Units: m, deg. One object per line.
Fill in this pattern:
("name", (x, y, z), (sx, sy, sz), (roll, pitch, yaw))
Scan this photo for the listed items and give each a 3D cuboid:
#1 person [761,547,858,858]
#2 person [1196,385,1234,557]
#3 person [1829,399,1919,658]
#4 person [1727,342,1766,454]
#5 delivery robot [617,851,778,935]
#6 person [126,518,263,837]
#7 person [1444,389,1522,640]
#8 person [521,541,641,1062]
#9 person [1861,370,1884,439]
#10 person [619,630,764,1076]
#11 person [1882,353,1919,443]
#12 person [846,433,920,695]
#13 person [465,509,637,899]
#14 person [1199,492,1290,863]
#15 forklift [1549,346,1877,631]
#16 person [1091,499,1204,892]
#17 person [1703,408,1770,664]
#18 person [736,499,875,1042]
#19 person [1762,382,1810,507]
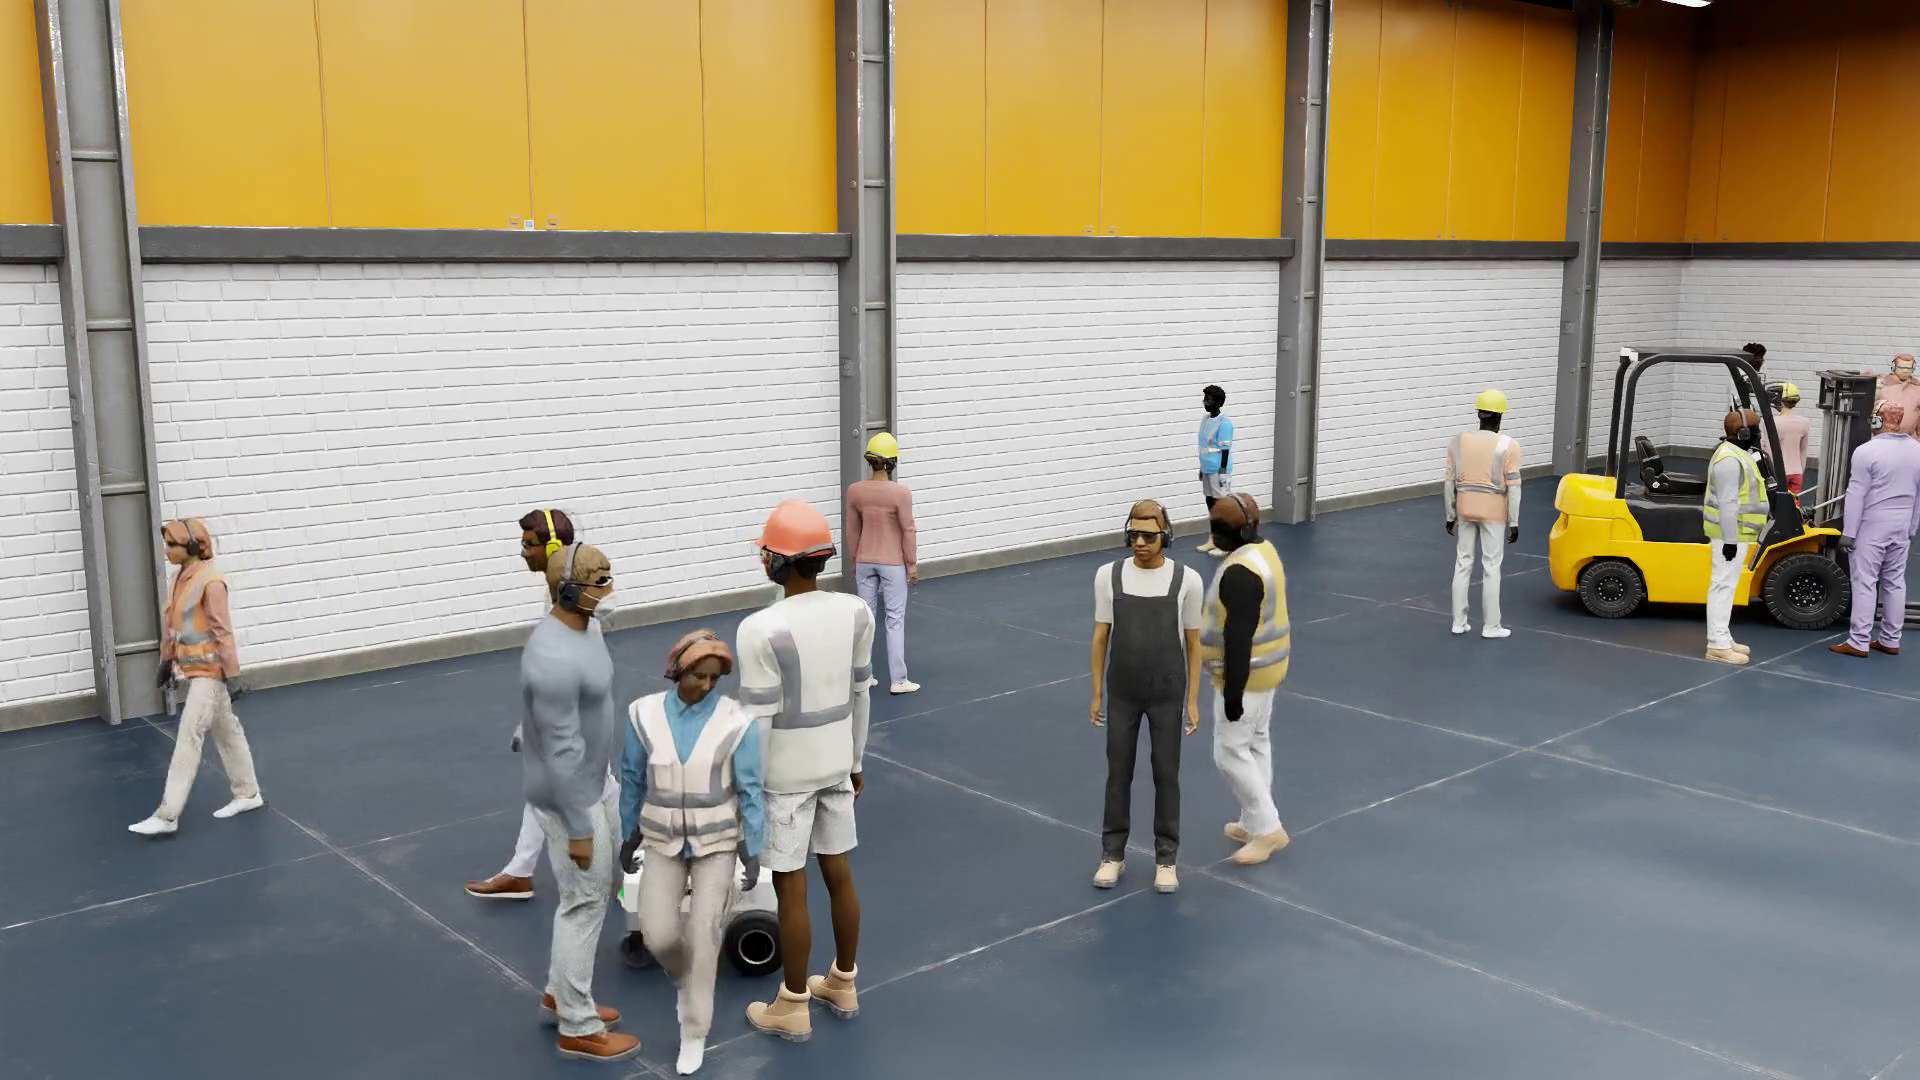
("person", (-0.804, 0.737, 8.322), (0.394, 1.615, 0.584), (-3, 10, -17))
("person", (2.509, -0.685, 16.384), (0.321, 1.694, 0.535), (-3, 10, -16))
("person", (6.759, -0.084, 12.252), (0.640, 1.902, 0.402), (-3, 10, -18))
("person", (9.126, -1.319, 19.339), (0.613, 1.952, 0.389), (-8, 13, -39))
("delivery robot", (-1.068, 1.441, 6.970), (0.707, 0.478, 0.477), (0, 10, -2))
("person", (-3.979, 0.698, 8.500), (0.794, 1.600, 0.548), (-9, 13, -43))
("person", (4.041, -0.201, 12.847), (0.594, 1.924, 0.383), (8, 13, 40))
("person", (-1.396, 0.949, 6.089), (0.394, 1.933, 0.666), (-1, 10, -6))
("person", (8.658, -0.696, 15.956), (0.427, 1.858, 0.734), (4, 10, 21))
("person", (-0.975, 1.111, 6.073), (0.543, 1.614, 0.411), (1, 10, 4))
("person", (10.181, -1.085, 18.105), (0.638, 1.902, 0.407), (1, 10, 8))
("person", (-0.519, 0.161, 11.196), (0.524, 1.769, 0.315), (5, 11, 27))
("person", (-1.843, 0.772, 7.438), (0.881, 1.827, 0.500), (-4, 10, -20))
("person", (1.393, 0.663, 8.123), (0.442, 1.826, 0.766), (3, 10, 20))
("forklift", (6.109, -0.478, 13.691), (2.313, 2.155, 1.214), (3, 10, 16))
("person", (0.860, 0.718, 7.704), (0.508, 1.844, 0.336), (2, 10, 14))
("person", (5.648, -0.036, 12.128), (0.429, 1.846, 0.630), (5, 11, 28))
("person", (-0.600, 0.862, 6.276), (0.370, 2.048, 0.607), (9, 13, 43))
("person", (7.738, -0.605, 15.687), (0.526, 1.768, 0.331), (-3, 10, -19))
